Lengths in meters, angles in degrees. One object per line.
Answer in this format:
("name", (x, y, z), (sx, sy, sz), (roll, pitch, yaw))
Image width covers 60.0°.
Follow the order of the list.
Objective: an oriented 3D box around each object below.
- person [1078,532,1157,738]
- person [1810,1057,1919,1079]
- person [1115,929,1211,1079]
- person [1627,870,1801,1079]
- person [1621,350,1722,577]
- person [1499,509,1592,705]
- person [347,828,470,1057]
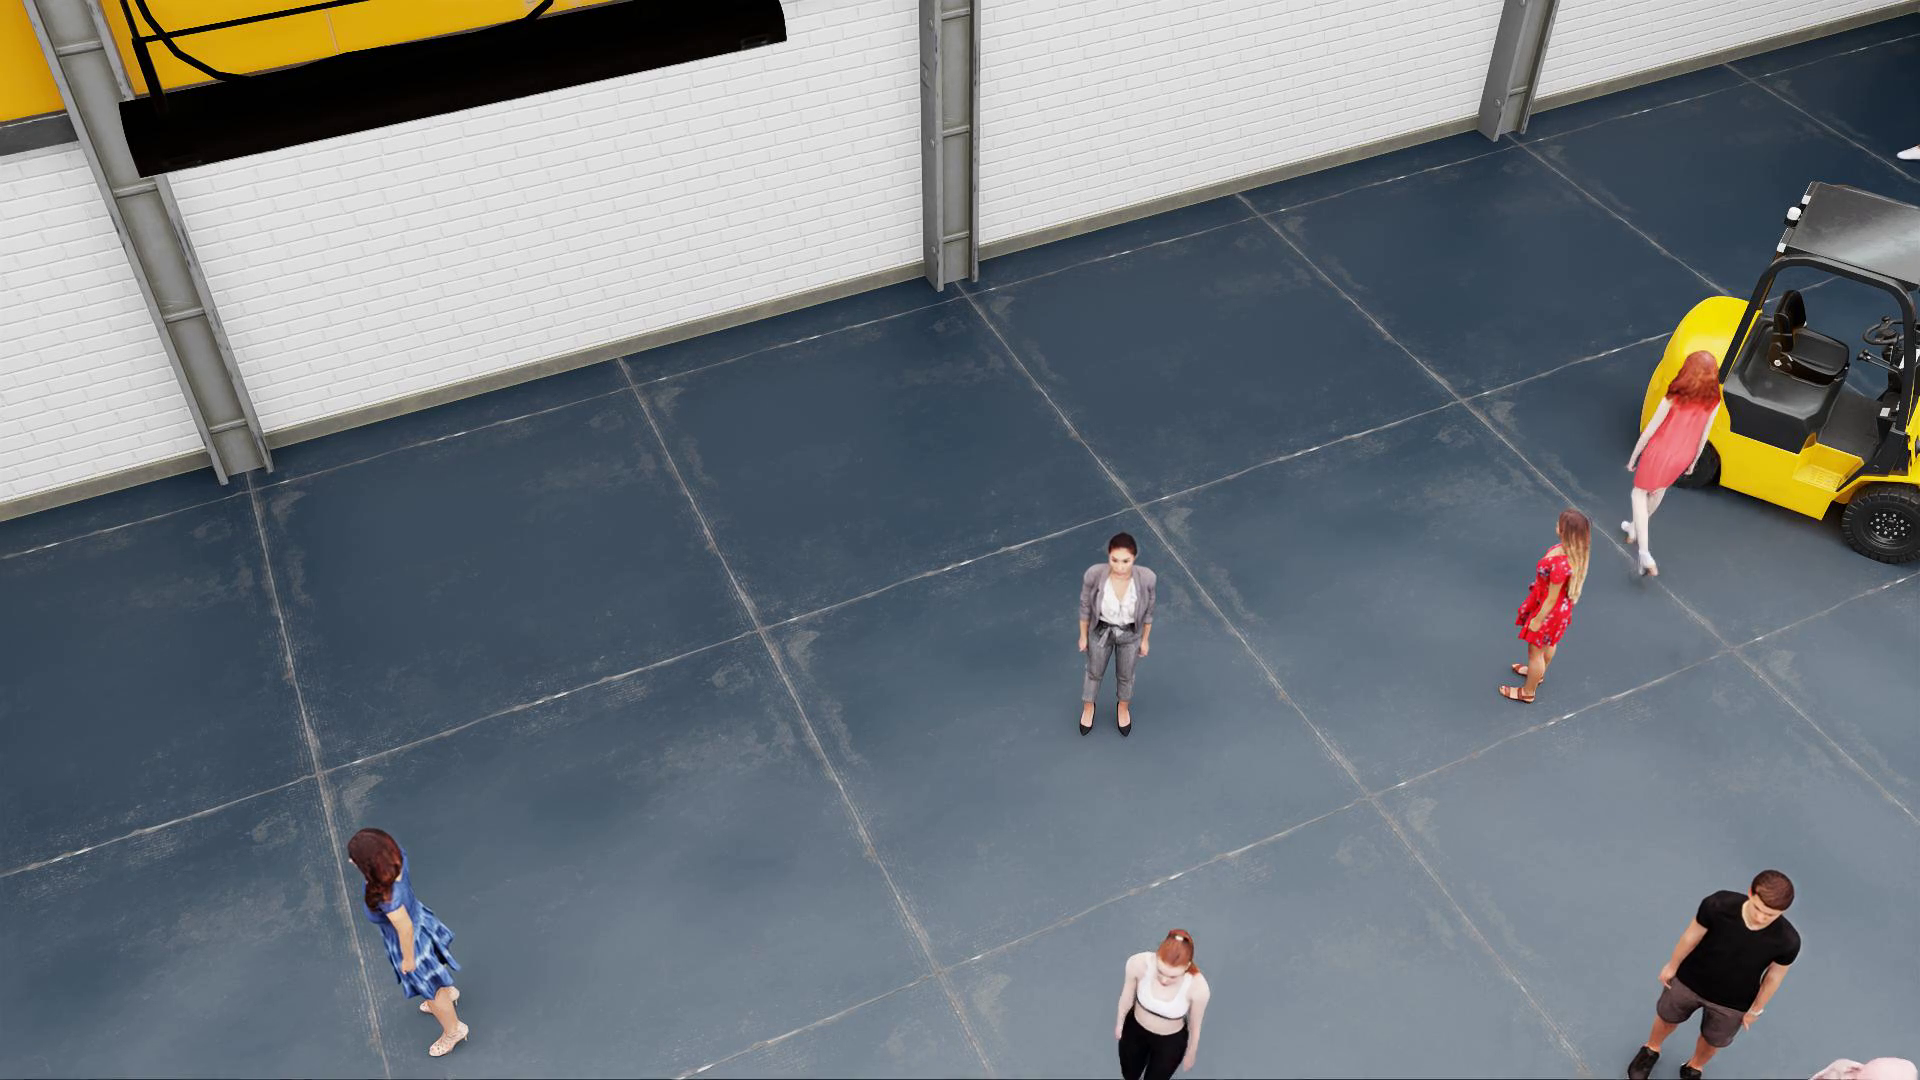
("person", (0.968, 0.590, 10.391), (0.680, 1.678, 0.779), (2, 44, 2))
("person", (4.095, 2.944, 7.831), (0.646, 1.802, 0.674), (-10, 45, -10))
("person", (1.025, 2.426, 8.427), (0.858, 1.731, 0.948), (19, 47, 19))
("person", (3.884, 2.252, 8.515), (0.741, 1.860, 0.742), (28, 50, 26))
("person", (4.869, -0.498, 11.438), (0.994, 1.810, 0.919), (-1, 44, -1))
("person", (3.779, 0.431, 10.621), (0.714, 1.593, 0.617), (27, 50, 26))
("person", (-2.894, 2.093, 8.720), (0.579, 1.807, 0.678), (-15, 46, -15))
